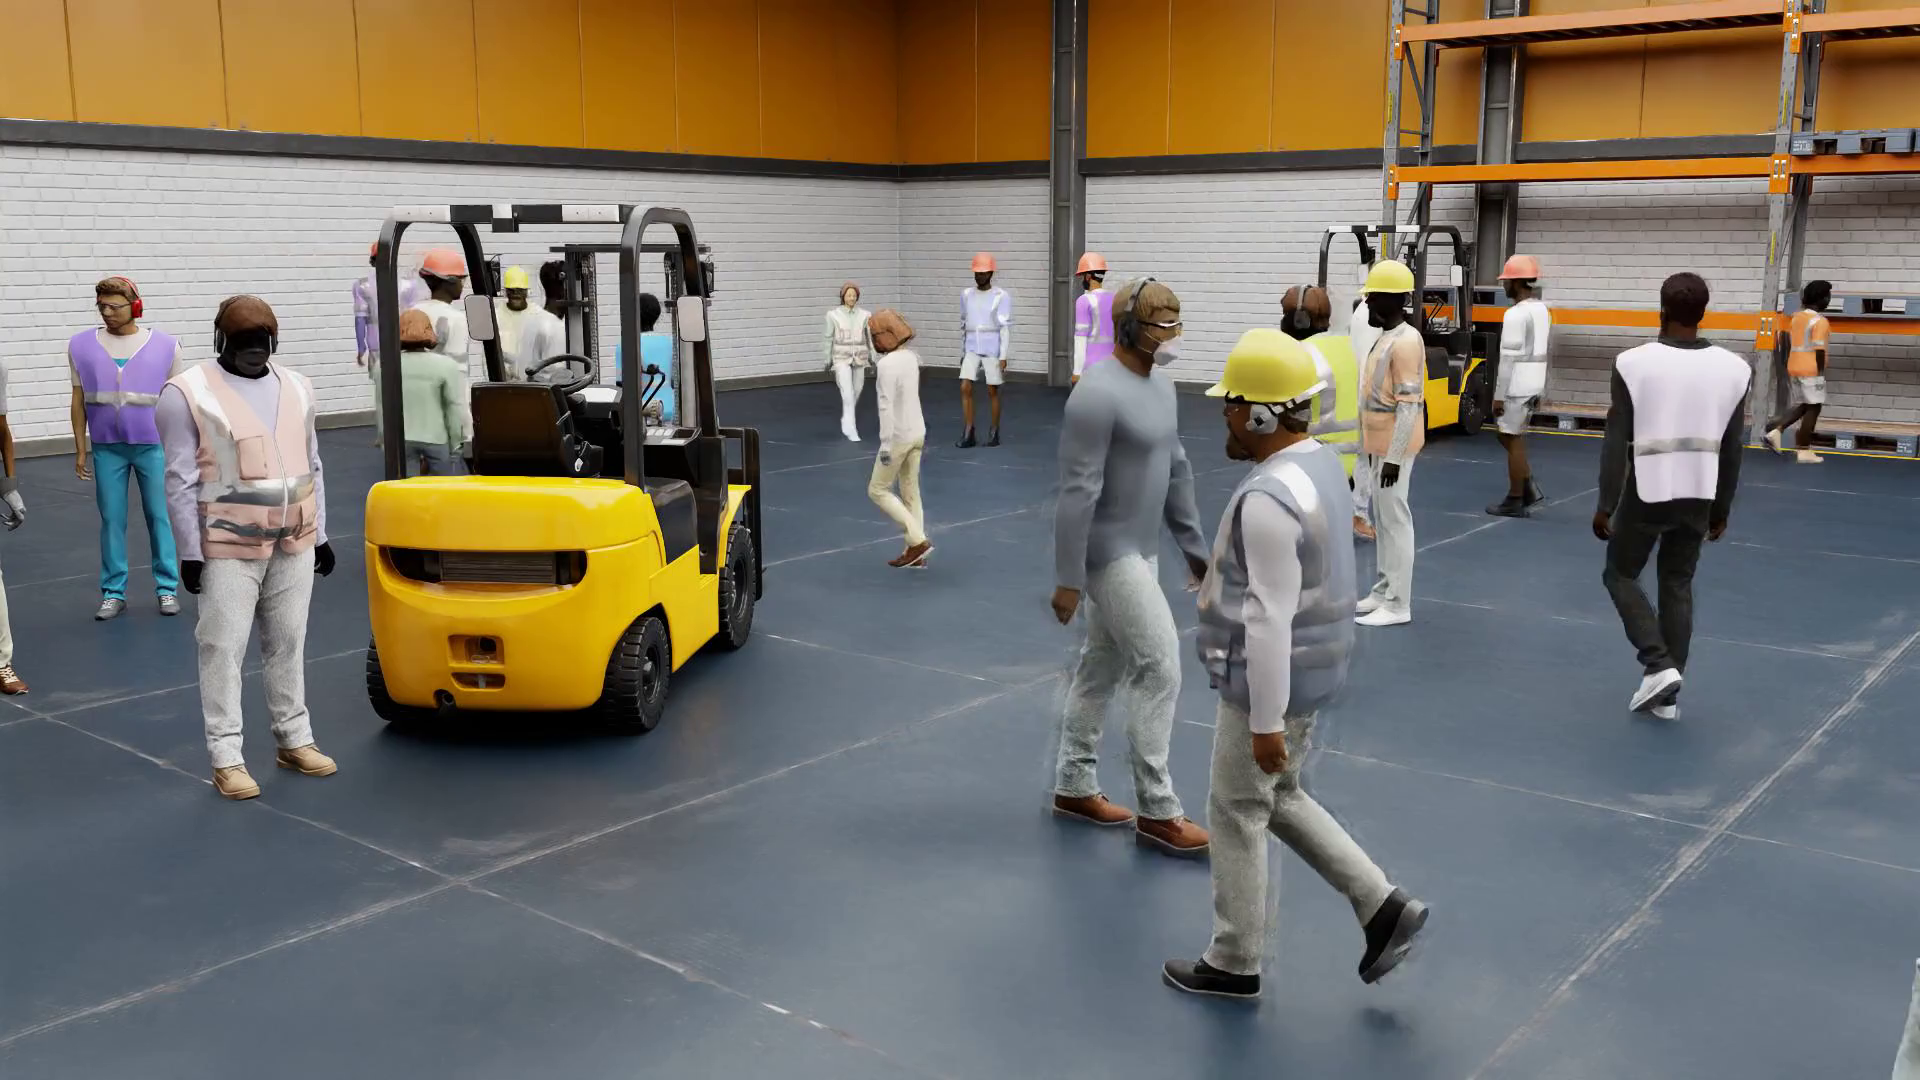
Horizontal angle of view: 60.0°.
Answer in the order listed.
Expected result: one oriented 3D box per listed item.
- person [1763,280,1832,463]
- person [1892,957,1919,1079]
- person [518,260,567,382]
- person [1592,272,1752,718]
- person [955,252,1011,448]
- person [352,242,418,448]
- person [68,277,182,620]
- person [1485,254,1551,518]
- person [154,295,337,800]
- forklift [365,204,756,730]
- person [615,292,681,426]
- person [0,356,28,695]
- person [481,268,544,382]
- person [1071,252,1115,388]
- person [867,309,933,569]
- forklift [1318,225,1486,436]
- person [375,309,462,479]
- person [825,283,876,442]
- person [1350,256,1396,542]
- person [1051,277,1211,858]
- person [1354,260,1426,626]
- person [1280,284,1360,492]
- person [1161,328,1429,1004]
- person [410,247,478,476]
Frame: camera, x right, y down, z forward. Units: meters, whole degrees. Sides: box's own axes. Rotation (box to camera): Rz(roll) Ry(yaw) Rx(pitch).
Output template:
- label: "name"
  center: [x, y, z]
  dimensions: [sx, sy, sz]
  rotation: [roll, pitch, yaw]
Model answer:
- label: "person"
  center: [7.706, -1.530, 15.168]
  dimensions: [0.428, 1.678, 0.545]
  rotation: [0, 10, -1]
- label: "person"
  center: [1.460, 0.822, 2.103]
  dimensions: [0.912, 1.696, 0.500]
  rotation: [-3, 11, -16]
- label: "person"
  center: [-2.595, -0.738, 10.164]
  dimensions: [0.644, 1.923, 0.652]
  rotation: [-6, 12, -32]
- label: "person"
  center: [3.001, -0.175, 7.062]
  dimensions: [0.623, 1.899, 0.447]
  rotation: [-1, 10, -3]
- label: "person"
  center: [0.202, -1.833, 16.233]
  dimensions: [0.558, 1.906, 0.764]
  rotation: [5, 11, 24]
- label: "person"
  center: [-5.616, -1.909, 16.333]
  dimensions: [0.629, 2.041, 0.492]
  rotation: [-4, 11, -23]
- label: "person"
  center: [-4.480, -0.495, 9.002]
  dimensions: [0.563, 1.838, 0.390]
  rotation: [-3, 11, -17]
- label: "person"
  center: [4.067, -1.115, 12.188]
  dimensions: [0.400, 1.926, 0.566]
  rotation: [9, 13, 40]
- label: "person"
  center: [-2.607, 0.018, 6.171]
  dimensions: [0.430, 1.838, 0.619]
  rotation: [7, 13, 35]
- label: "forklift"
  center: [-1.766, -0.406, 7.525]
  dimensions: [1.214, 2.155, 2.313]
  rotation: [1, 10, 7]
- label: "person"
  center: [-2.173, -0.897, 11.676]
  dimensions: [0.544, 1.680, 0.709]
  rotation: [-10, 14, -43]
- label: "person"
  center: [-4.425, -0.211, 7.342]
  dimensions: [0.514, 1.873, 0.328]
  rotation: [-8, 13, -39]
- label: "person"
  center: [-3.658, -1.342, 13.792]
  dimensions: [0.594, 1.796, 0.868]
  rotation: [-1, 10, -7]
- label: "person"
  center: [1.141, -1.505, 14.356]
  dimensions: [0.380, 1.929, 0.543]
  rotation: [8, 13, 39]
- label: "person"
  center: [-0.383, -0.602, 10.181]
  dimensions: [0.346, 1.617, 0.535]
  rotation: [4, 11, 23]
- label: "forklift"
  center: [4.449, -2.115, 16.993]
  dimensions: [1.214, 2.155, 2.313]
  rotation: [8, 13, 38]
- label: "person"
  center: [-3.289, -0.592, 10.137]
  dimensions: [0.508, 1.625, 0.356]
  rotation: [-2, 10, -9]
- label: "person"
  center: [-1.139, -1.837, 17.082]
  dimensions: [0.523, 1.610, 0.800]
  rotation: [-4, 11, -22]
- label: "person"
  center: [2.791, -0.921, 11.122]
  dimensions: [0.441, 1.922, 0.654]
  rotation: [3, 11, 14]
- label: "person"
  center: [0.652, 0.088, 5.577]
  dimensions: [0.826, 1.906, 0.658]
  rotation: [5, 11, 24]
- label: "person"
  center: [2.260, -0.505, 8.807]
  dimensions: [0.374, 1.928, 0.584]
  rotation: [1, 10, 5]
- label: "person"
  center: [1.623, -0.338, 8.197]
  dimensions: [0.794, 1.811, 0.654]
  rotation: [7, 13, 35]
- label: "person"
  center: [0.886, 0.356, 4.353]
  dimensions: [0.603, 1.813, 0.599]
  rotation: [5, 12, 27]
- label: "person"
  center: [-3.279, -0.863, 10.643]
  dimensions: [0.613, 1.994, 1.042]
  rotation: [7, 12, 34]
